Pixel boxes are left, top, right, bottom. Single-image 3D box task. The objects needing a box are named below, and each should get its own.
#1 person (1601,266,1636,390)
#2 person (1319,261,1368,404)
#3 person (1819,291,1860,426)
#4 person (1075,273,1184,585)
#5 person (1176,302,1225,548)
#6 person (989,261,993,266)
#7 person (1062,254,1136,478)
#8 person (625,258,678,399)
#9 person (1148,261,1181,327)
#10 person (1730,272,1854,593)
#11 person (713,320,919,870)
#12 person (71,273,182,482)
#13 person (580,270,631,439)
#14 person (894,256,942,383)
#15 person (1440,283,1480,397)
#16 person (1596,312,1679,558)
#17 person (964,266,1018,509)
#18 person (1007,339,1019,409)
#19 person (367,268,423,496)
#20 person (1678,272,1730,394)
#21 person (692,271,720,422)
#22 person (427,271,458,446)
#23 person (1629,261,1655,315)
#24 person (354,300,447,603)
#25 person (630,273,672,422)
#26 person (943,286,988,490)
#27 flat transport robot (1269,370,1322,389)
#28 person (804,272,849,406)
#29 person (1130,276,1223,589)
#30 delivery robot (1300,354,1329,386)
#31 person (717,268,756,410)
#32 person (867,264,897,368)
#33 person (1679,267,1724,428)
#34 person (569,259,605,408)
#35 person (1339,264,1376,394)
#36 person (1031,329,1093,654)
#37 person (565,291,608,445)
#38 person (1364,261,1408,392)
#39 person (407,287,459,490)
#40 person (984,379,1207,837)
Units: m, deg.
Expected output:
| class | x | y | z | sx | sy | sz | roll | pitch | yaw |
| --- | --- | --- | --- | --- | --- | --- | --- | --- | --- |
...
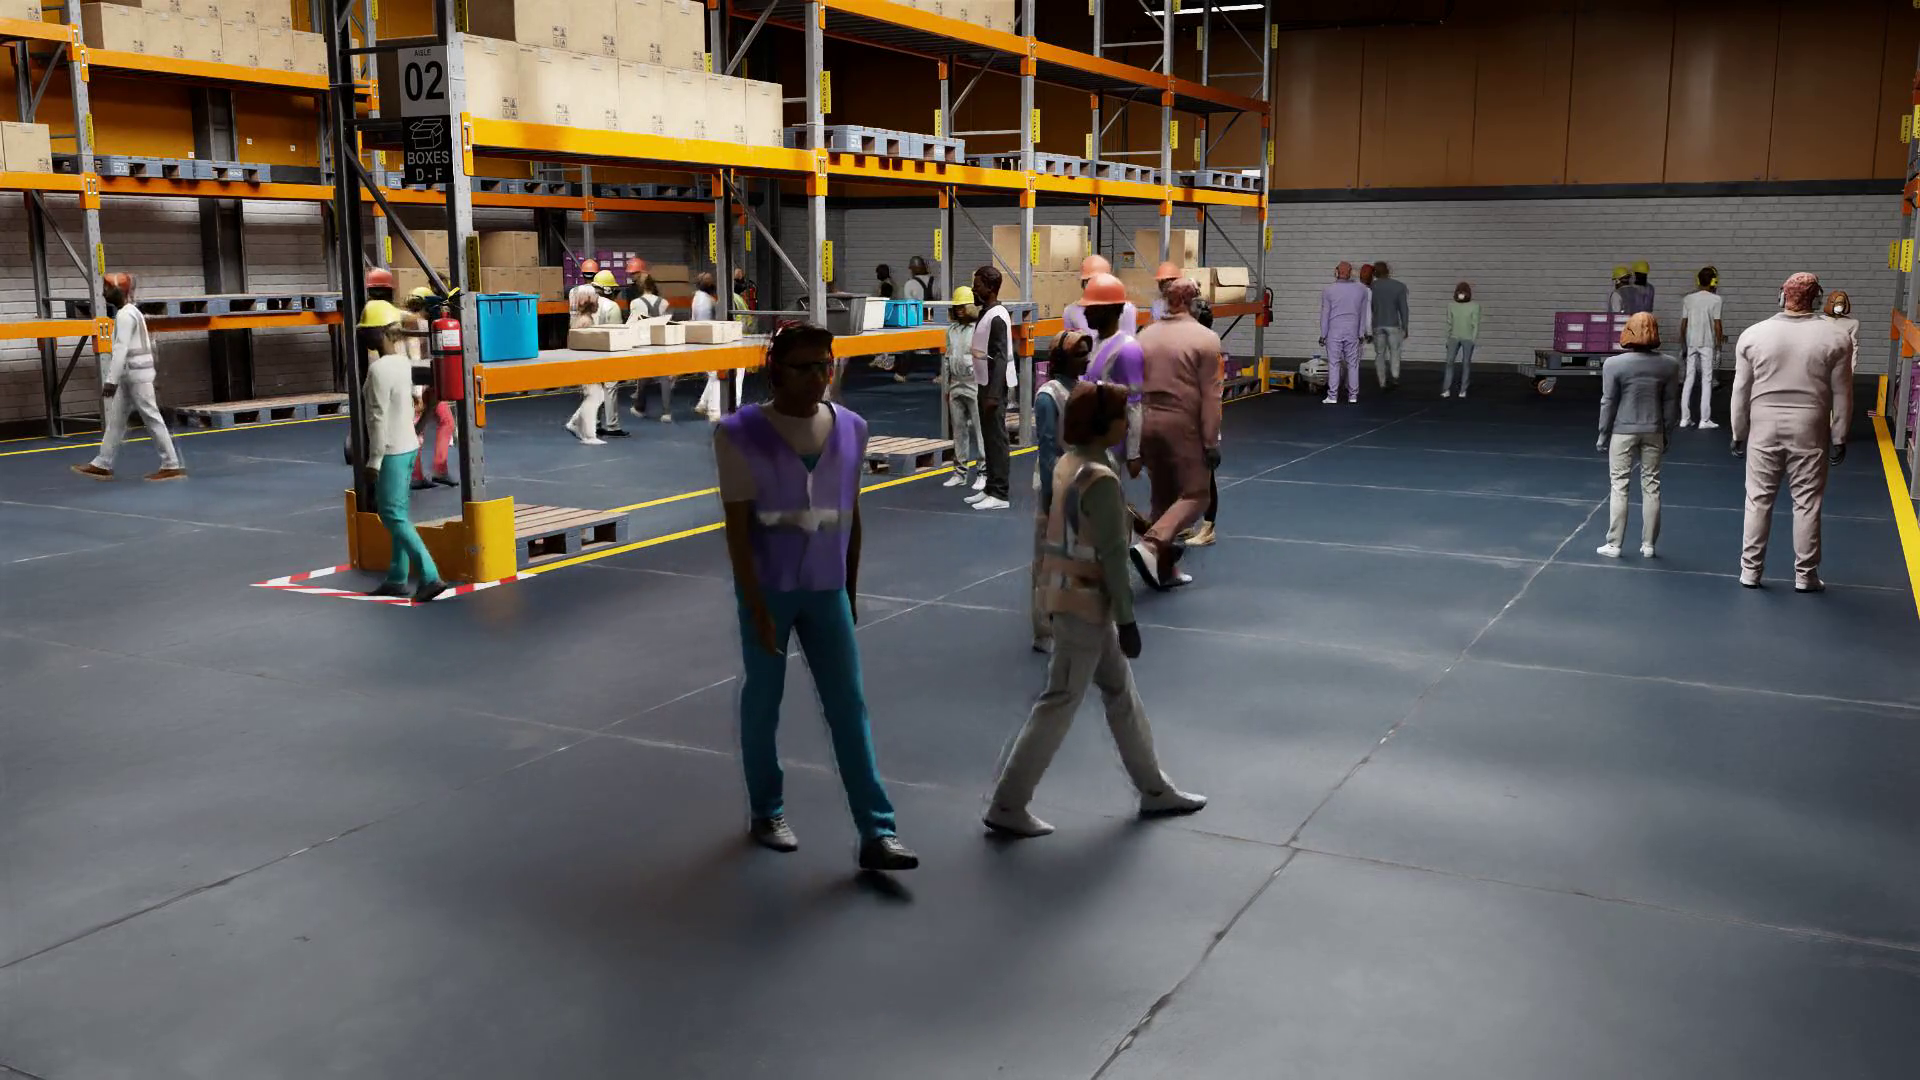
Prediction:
| class | x | y | z | sx | sy | sz | roll | pitch | yaw |
| --- | --- | --- | --- | --- | --- | --- | --- | --- | --- |
| person | 9.708 | -3.103 | 24.473 | 0.586 | 1.823 | 0.403 | -8 | 12 | -37 |
| person | 5.110 | -2.766 | 22.278 | 0.642 | 1.909 | 0.399 | -1 | 10 | -7 |
| person | 9.205 | -1.814 | 17.582 | 0.497 | 1.629 | 0.277 | 3 | 10 | 19 |
| person | 0.934 | -0.601 | 9.737 | 0.852 | 1.908 | 0.557 | -3 | 10 | -18 |
| person | 1.625 | -0.799 | 11.494 | 0.322 | 1.697 | 0.531 | -4 | 10 | -21 |
| person | 0.679 | -4.351 | 31.458 | 0.652 | 1.913 | 0.453 | -2 | 10 | -12 |
| person | 1.135 | -1.301 | 13.479 | 0.617 | 2.015 | 0.789 | 2 | 10 | 11 |
| person | -4.355 | -2.958 | 23.250 | 0.638 | 1.962 | 0.707 | 8 | 12 | 37 |
| person | 2.142 | -1.918 | 17.278 | 0.365 | 1.937 | 0.548 | -9 | 13 | -42 |
| person | 4.973 | -0.640 | 9.973 | 0.652 | 1.906 | 0.402 | 6 | 11 | 31 |
| person | -0.486 | 0.202 | 5.391 | 0.563 | 1.801 | 0.915 | -6 | 11 | -30 |
| person | -7.375 | -1.405 | 14.593 | 0.950 | 1.841 | 0.599 | -5 | 11 | -26 |
| person | -3.876 | -2.024 | 18.191 | 0.594 | 1.832 | 0.403 | 8 | 12 | 38 |
| person | -0.597 | -3.460 | 25.905 | 0.696 | 2.000 | 1.036 | -7 | 12 | -34 |
| person | 6.959 | -2.770 | 23.164 | 0.500 | 1.596 | 0.755 | 6 | 11 | 30 |
| person | 4.487 | -0.692 | 11.050 | 0.500 | 1.636 | 0.281 | 0 | 10 | 1 |
| person | 0.254 | -1.206 | 13.208 | 0.392 | 1.920 | 0.587 | -1 | 10 | -8 |
| person | 0.495 | -2.575 | 21.376 | 0.520 | 1.849 | 0.821 | 7 | 12 | 35 |
| person | -4.640 | -1.237 | 13.470 | 0.552 | 1.886 | 0.980 | -3 | 10 | -18 |
| person | 10.785 | -3.014 | 24.110 | 0.609 | 1.774 | 0.958 | -7 | 12 | -35 |
| person | -2.978 | -2.304 | 19.900 | 0.438 | 1.813 | 0.670 | -2 | 10 | -13 |
| person | -5.375 | -1.885 | 17.386 | 0.523 | 1.832 | 0.487 | -5 | 11 | -26 |
| person | 9.976 | -3.139 | 24.436 | 0.630 | 1.896 | 0.868 | -3 | 10 | -15 |
| person | -3.278 | -0.497 | 9.637 | 0.449 | 1.785 | 0.531 | 0 | 10 | -2 |
| person | -3.711 | -2.316 | 20.026 | 0.545 | 1.791 | 1.011 | -6 | 11 | -31 |
| person | 0.055 | -1.300 | 14.280 | 0.484 | 1.738 | 0.318 | 7 | 12 | 36 |
| flat transport robot | 4.784 | -2.431 | 25.067 | 0.652 | 0.197 | 1.431 | -8 | 13 | -38 |
| person | -1.372 | -1.829 | 16.791 | 0.655 | 1.926 | 0.433 | 6 | 11 | 30 |
| person | 1.229 | -0.610 | 9.848 | 0.615 | 1.886 | 0.666 | -8 | 13 | -39 |
| delivery robot | 5.138 | -2.432 | 23.981 | 0.477 | 0.478 | 0.707 | 0 | 10 | -2 |
| person | -2.581 | -2.212 | 19.260 | 0.429 | 1.844 | 0.626 | 0 | 10 | 0 |
| person | -1.381 | -3.943 | 29.339 | 0.530 | 1.816 | 0.641 | -2 | 10 | -9 |
| person | 8.581 | -2.223 | 19.274 | 0.334 | 1.865 | 0.552 | -7 | 12 | -35 |
| person | -4.803 | -2.682 | 21.699 | 0.552 | 1.936 | 0.359 | -2 | 10 | -11 |
| person | 5.686 | -2.998 | 23.743 | 0.423 | 1.862 | 0.619 | -2 | 10 | -14 |
| person | 0.535 | -0.247 | 8.460 | 0.314 | 1.641 | 0.515 | 6 | 11 | 30 |
| person | -3.899 | -1.795 | 17.477 | 0.373 | 1.626 | 0.510 | -3 | 10 | -16 |
| person | 6.133 | -3.071 | 24.088 | 0.690 | 1.904 | 0.435 | 3 | 10 | 18 |
| person | -4.580 | -1.297 | 14.277 | 0.596 | 1.721 | 0.522 | 6 | 11 | 31 |
| person | 0.466 | 0.238 | 5.793 | 0.841 | 1.593 | 0.530 | -1 | 10 | -6 |
